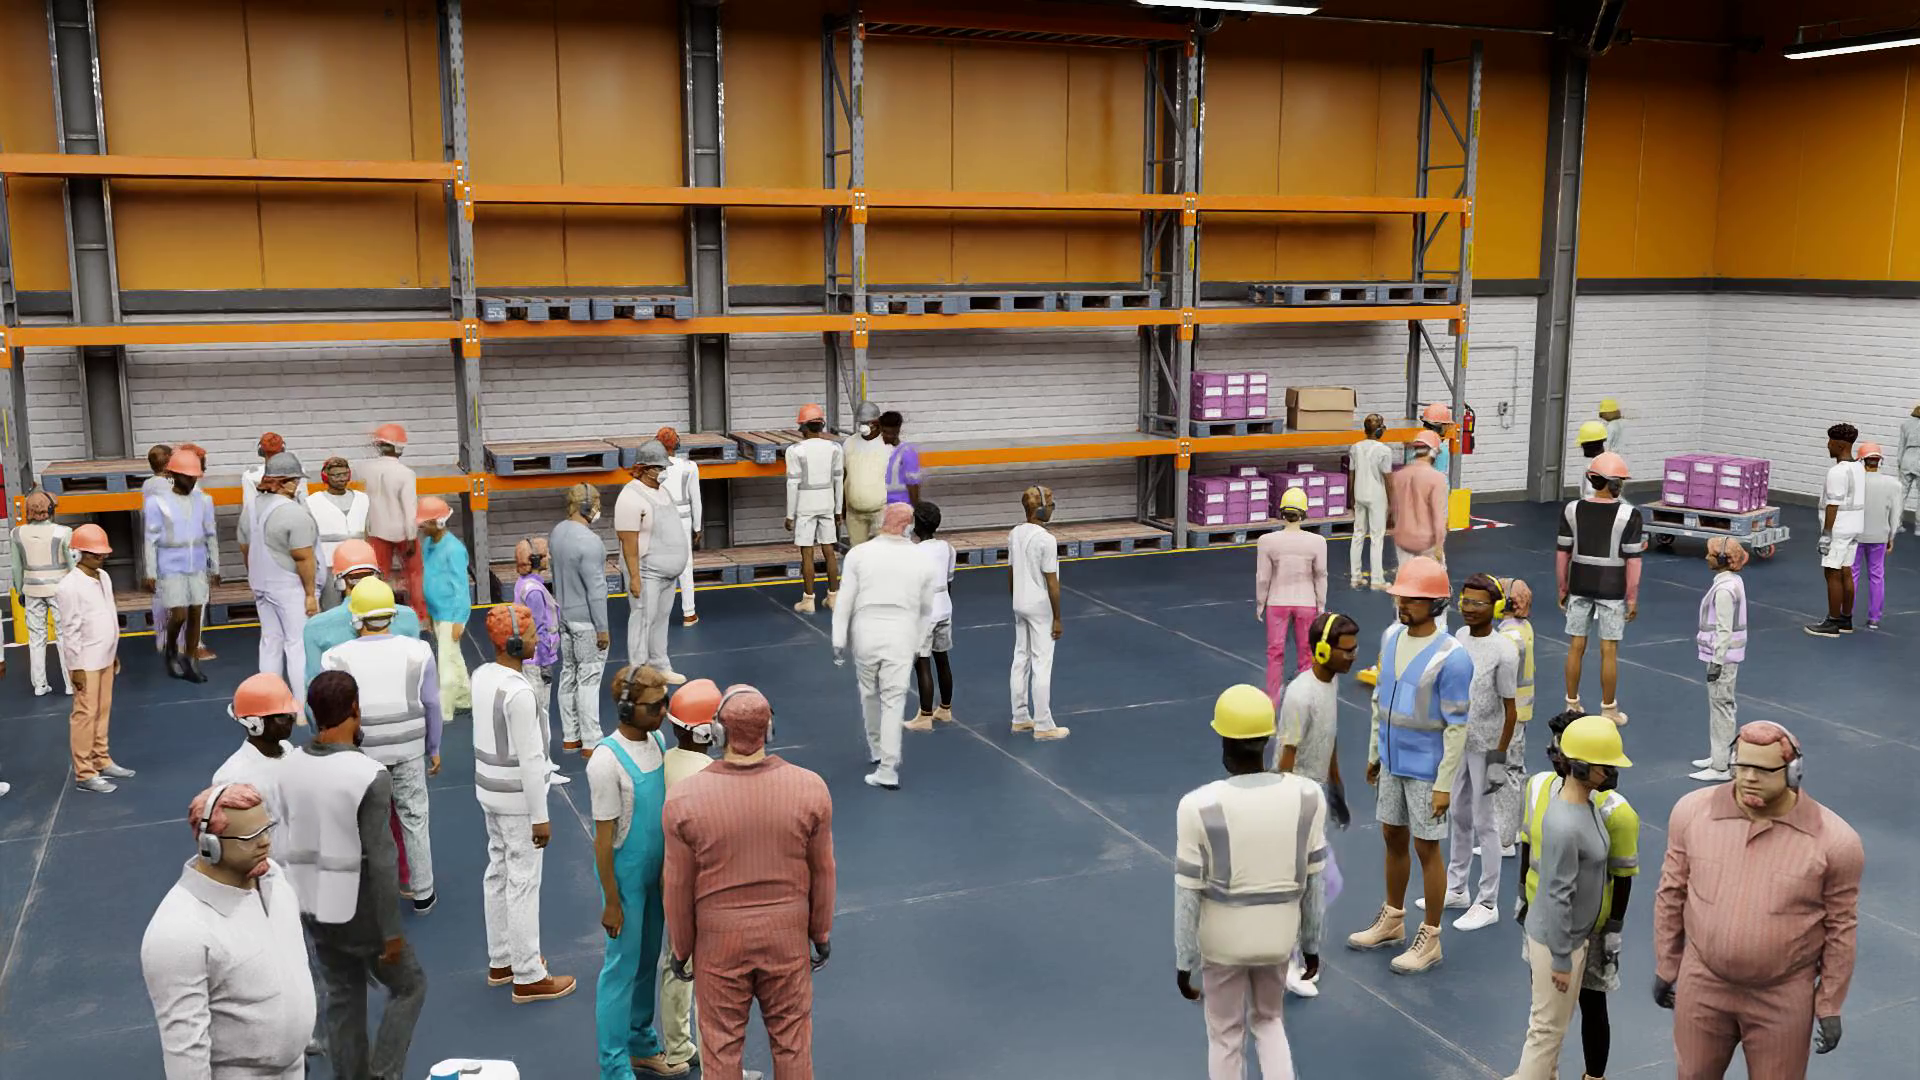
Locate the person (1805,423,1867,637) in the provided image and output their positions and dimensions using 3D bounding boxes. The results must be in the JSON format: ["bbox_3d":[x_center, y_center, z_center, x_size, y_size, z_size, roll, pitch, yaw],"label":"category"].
[{"bbox_3d":[8.032,-0.091,15.196,0.599,1.959,0.376,-9,14,-43],"label":"person"}]

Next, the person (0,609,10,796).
[{"bbox_3d":[-6.369,0.740,10.510,0.596,1.916,0.386,-4,11,-22],"label":"person"}]

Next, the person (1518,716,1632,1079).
[{"bbox_3d":[2.364,1.529,6.420,0.341,1.760,0.525,5,11,28],"label":"person"}]

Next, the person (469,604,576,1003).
[{"bbox_3d":[-2.080,1.225,7.811,0.352,1.883,0.580,-8,13,-38],"label":"person"}]

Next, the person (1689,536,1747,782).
[{"bbox_3d":[5.045,0.786,11.038,0.312,1.639,0.520,5,11,28],"label":"person"}]

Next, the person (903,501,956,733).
[{"bbox_3d":[-0.241,0.560,12.176,0.317,1.695,0.540,7,12,36],"label":"person"}]

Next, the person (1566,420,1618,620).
[{"bbox_3d":[6.054,-0.189,15.877,0.402,1.915,0.594,7,12,36],"label":"person"}]

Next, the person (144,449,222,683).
[{"bbox_3d":[-6.269,0.224,13.448,0.449,1.924,0.593,7,12,37],"label":"person"}]

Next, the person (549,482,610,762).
[{"bbox_3d":[-2.599,0.561,11.491,0.371,1.934,0.630,-8,13,-39],"label":"person"}]

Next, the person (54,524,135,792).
[{"bbox_3d":[-5.652,0.757,10.884,0.339,1.748,0.564,-1,10,-3],"label":"person"}]

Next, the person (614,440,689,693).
[{"bbox_3d":[-2.424,0.203,13.244,0.535,2.000,0.685,3,10,17],"label":"person"}]

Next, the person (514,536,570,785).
[{"bbox_3d":[-2.793,0.794,10.981,0.307,1.645,0.513,-4,11,-24],"label":"person"}]

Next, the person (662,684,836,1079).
[{"bbox_3d":[-0.791,1.481,6.276,0.642,1.907,0.408,-2,10,-14],"label":"person"}]

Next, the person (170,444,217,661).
[{"bbox_3d":[-6.732,0.088,14.465,0.371,1.864,0.776,-7,12,-37],"label":"person"}]

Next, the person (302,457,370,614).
[{"bbox_3d":[-5.082,0.231,13.640,0.389,1.846,0.567,8,13,38],"label":"person"}]

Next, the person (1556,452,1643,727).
[{"bbox_3d":[4.713,0.370,12.283,0.609,2.040,0.395,8,13,40],"label":"person"}]

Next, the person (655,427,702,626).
[{"bbox_3d":[-2.702,-0.121,15.559,0.576,1.885,0.355,-1,10,-8],"label":"person"}]

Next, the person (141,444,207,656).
[{"bbox_3d":[-6.878,0.087,14.473,0.513,1.846,0.334,7,12,35],"label":"person"}]

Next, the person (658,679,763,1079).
[{"bbox_3d":[-1.079,1.438,6.953,0.326,1.751,0.559,-10,14,-44],"label":"person"}]

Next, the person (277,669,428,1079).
[{"bbox_3d":[-2.396,1.447,6.532,0.619,1.883,0.469,5,11,27],"label":"person"}]

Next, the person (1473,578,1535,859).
[{"bbox_3d":[3.170,1.027,9.654,0.307,1.640,0.520,5,11,27],"label":"person"}]

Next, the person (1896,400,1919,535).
[{"bbox_3d":[11.853,-0.919,20.599,0.338,1.732,0.513,-6,11,-31],"label":"person"}]

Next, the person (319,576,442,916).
[{"bbox_3d":[-3.014,1.094,8.707,0.590,1.834,0.404,-4,11,-22],"label":"person"}]

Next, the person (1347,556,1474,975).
[{"bbox_3d":[2.204,1.087,8.131,0.364,2.048,0.608,-5,11,-25],"label":"person"}]

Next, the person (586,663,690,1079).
[{"bbox_3d":[-1.336,1.406,6.873,0.326,1.844,0.517,3,10,16],"label":"person"}]

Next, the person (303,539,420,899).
[{"bbox_3d":[-3.187,0.979,8.933,0.615,1.987,0.406,-6,11,-29],"label":"person"}]

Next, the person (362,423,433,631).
[{"bbox_3d":[-5.191,-0.082,15.130,0.619,1.966,0.874,4,11,22],"label":"person"}]

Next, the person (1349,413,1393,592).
[{"bbox_3d":[4.258,-0.388,17.214,0.345,1.846,0.508,-9,14,-43],"label":"person"}]

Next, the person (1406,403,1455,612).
[{"bbox_3d":[4.594,-0.319,16.242,0.393,2.041,0.613,-3,10,-17],"label":"person"}]

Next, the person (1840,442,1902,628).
[{"bbox_3d":[8.435,-0.045,15.513,0.559,1.747,0.331,1,10,8],"label":"person"}]

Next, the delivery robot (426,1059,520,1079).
[{"bbox_3d":[-1.865,2.146,6.054,0.477,0.478,0.707,1,10,4],"label":"delivery robot"}]

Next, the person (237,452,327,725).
[{"bbox_3d":[-4.994,0.347,12.412,0.684,2.000,0.536,6,11,30],"label":"person"}]

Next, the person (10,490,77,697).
[{"bbox_3d":[-7.170,0.429,13.096,0.524,1.639,0.306,-1,10,-3],"label":"person"}]

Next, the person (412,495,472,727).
[{"bbox_3d":[-3.852,0.518,12.333,0.433,1.743,0.577,-8,13,-40],"label":"person"}]

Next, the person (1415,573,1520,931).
[{"bbox_3d":[2.660,1.086,8.642,0.327,1.874,0.518,-3,10,-19],"label":"person"}]

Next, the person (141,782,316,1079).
[{"bbox_3d":[-2.202,1.672,5.169,0.407,1.905,0.655,1,10,4],"label":"person"}]

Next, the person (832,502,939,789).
[{"bbox_3d":[-0.489,0.678,11.105,0.680,1.842,0.850,0,10,3],"label":"person"}]

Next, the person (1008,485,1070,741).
[{"bbox_3d":[0.551,0.523,11.963,0.345,1.846,0.508,-7,12,-37],"label":"person"}]

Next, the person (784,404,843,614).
[{"bbox_3d":[-1.432,-0.303,16.158,0.615,2.038,0.399,-6,12,-31],"label":"person"}]

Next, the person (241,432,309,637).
[{"bbox_3d":[-6.190,-0.040,15.093,0.586,1.882,0.342,-8,13,-38],"label":"person"}]

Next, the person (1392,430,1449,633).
[{"bbox_3d":[4.071,0.015,14.617,0.714,1.936,0.653,-7,12,-36],"label":"person"}]

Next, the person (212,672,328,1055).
[{"bbox_3d":[-2.901,1.421,7.043,0.323,1.756,0.560,0,10,3],"label":"person"}]

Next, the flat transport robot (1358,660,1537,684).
[{"bbox_3d":[4.001,1.022,13.619,1.431,0.197,0.652,-7,12,-34],"label":"flat transport robot"}]

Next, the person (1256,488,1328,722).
[{"bbox_3d":[2.460,0.491,12.375,0.524,1.769,0.315,2,10,11],"label":"person"}]

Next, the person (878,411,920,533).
[{"bbox_3d":[-0.713,-0.315,16.539,0.648,1.956,0.666,-6,12,-31],"label":"person"}]

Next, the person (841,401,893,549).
[{"bbox_3d":[-0.905,-0.378,16.590,0.688,2.000,0.536,3,10,19],"label":"person"}]

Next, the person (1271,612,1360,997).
[{"bbox_3d":[1.629,1.240,7.863,0.484,1.841,0.513,4,11,22],"label":"person"}]

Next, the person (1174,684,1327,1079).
[{"bbox_3d":[1.074,1.487,6.193,0.598,1.918,0.480,-2,10,-13],"label":"person"}]

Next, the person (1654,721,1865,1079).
[{"bbox_3d":[2.754,1.557,5.829,0.644,1.907,0.399,7,12,37],"label":"person"}]

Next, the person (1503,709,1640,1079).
[{"bbox_3d":[2.460,1.508,6.710,0.320,1.695,0.538,-6,11,-29],"label":"person"}]
